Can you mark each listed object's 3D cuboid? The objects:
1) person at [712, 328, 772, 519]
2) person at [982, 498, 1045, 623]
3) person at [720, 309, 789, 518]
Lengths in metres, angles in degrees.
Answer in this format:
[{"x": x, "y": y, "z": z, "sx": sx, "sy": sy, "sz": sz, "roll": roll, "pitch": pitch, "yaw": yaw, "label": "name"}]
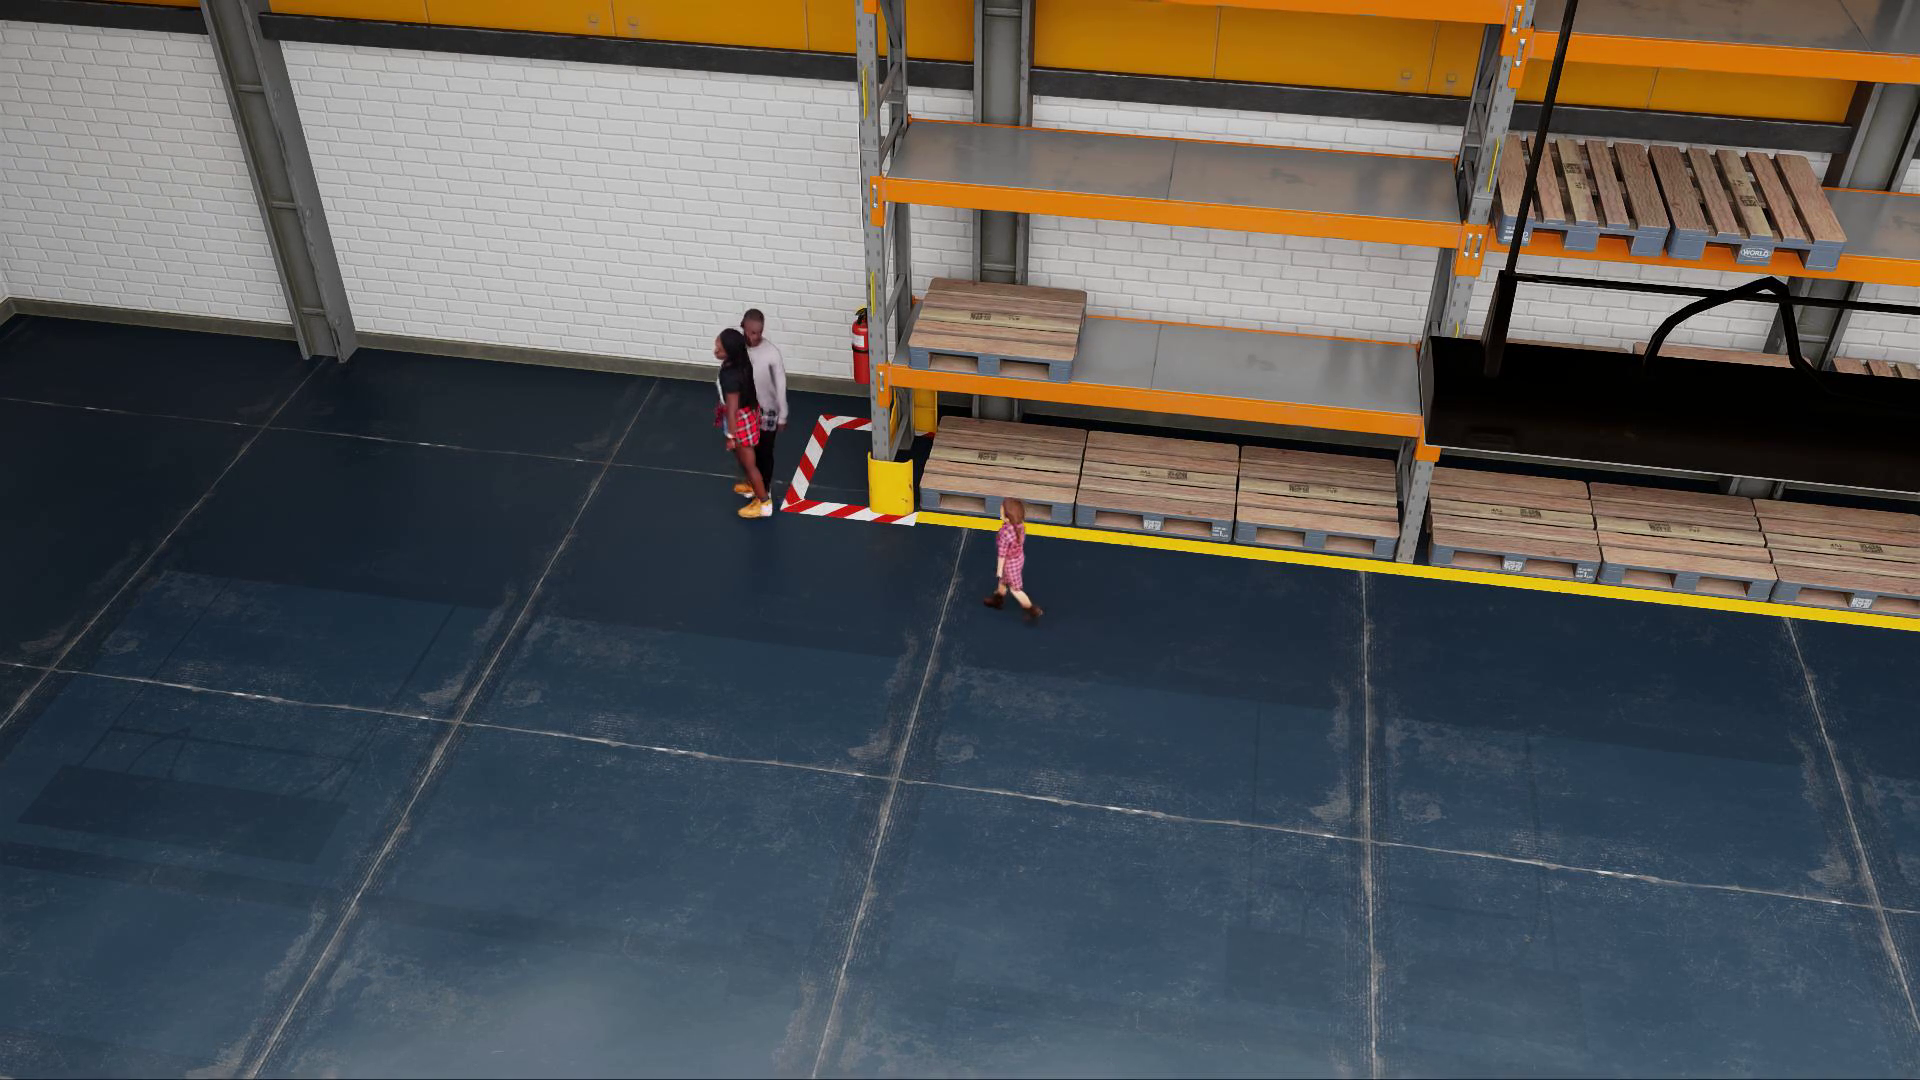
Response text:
[{"x": -1.603, "y": -0.874, "z": 12.408, "sx": 0.691, "sy": 1.705, "sz": 0.750, "roll": 8, "pitch": 39, "yaw": 9, "label": "person"}, {"x": 0.386, "y": 0.154, "z": 11.678, "sx": 0.777, "sy": 1.008, "sz": 0.580, "roll": 20, "pitch": 43, "yaw": 23, "label": "person"}, {"x": -1.504, "y": -1.026, "z": 12.561, "sx": 0.723, "sy": 1.751, "sz": 0.828, "roll": 19, "pitch": 42, "yaw": 22, "label": "person"}]
